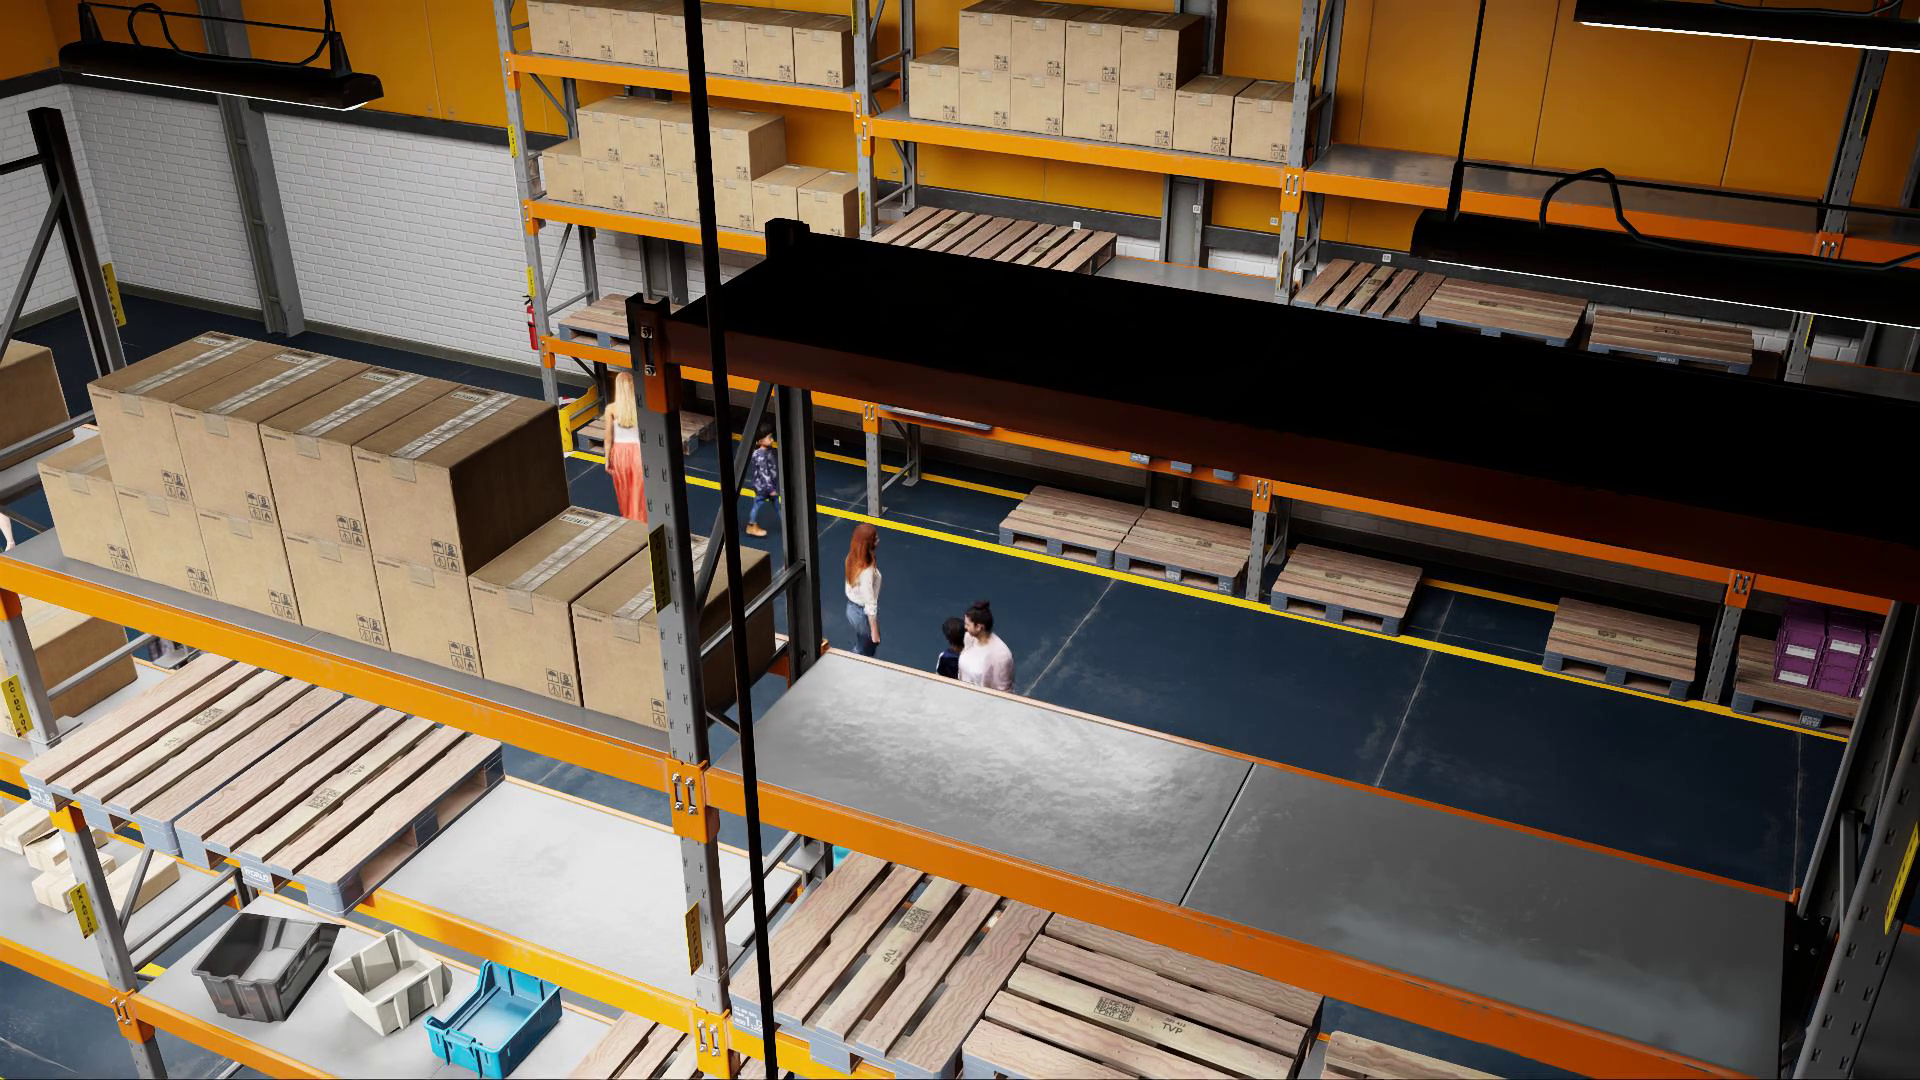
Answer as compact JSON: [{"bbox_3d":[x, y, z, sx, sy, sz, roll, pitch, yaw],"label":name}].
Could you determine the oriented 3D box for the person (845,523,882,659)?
[{"bbox_3d":[-0.880,0.644,13.638,0.840,1.718,0.779,-8,30,-15],"label":"person"}]

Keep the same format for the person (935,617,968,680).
[{"bbox_3d":[-0.002,1.206,13.154,0.864,1.195,0.853,-2,29,-4],"label":"person"}]

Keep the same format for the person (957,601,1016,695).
[{"bbox_3d":[0.283,1.195,12.628,1.110,1.718,1.105,-15,32,-26],"label":"person"}]

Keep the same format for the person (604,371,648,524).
[{"bbox_3d":[-3.165,-0.711,16.089,1.183,1.751,1.137,-6,29,-11],"label":"person"}]
